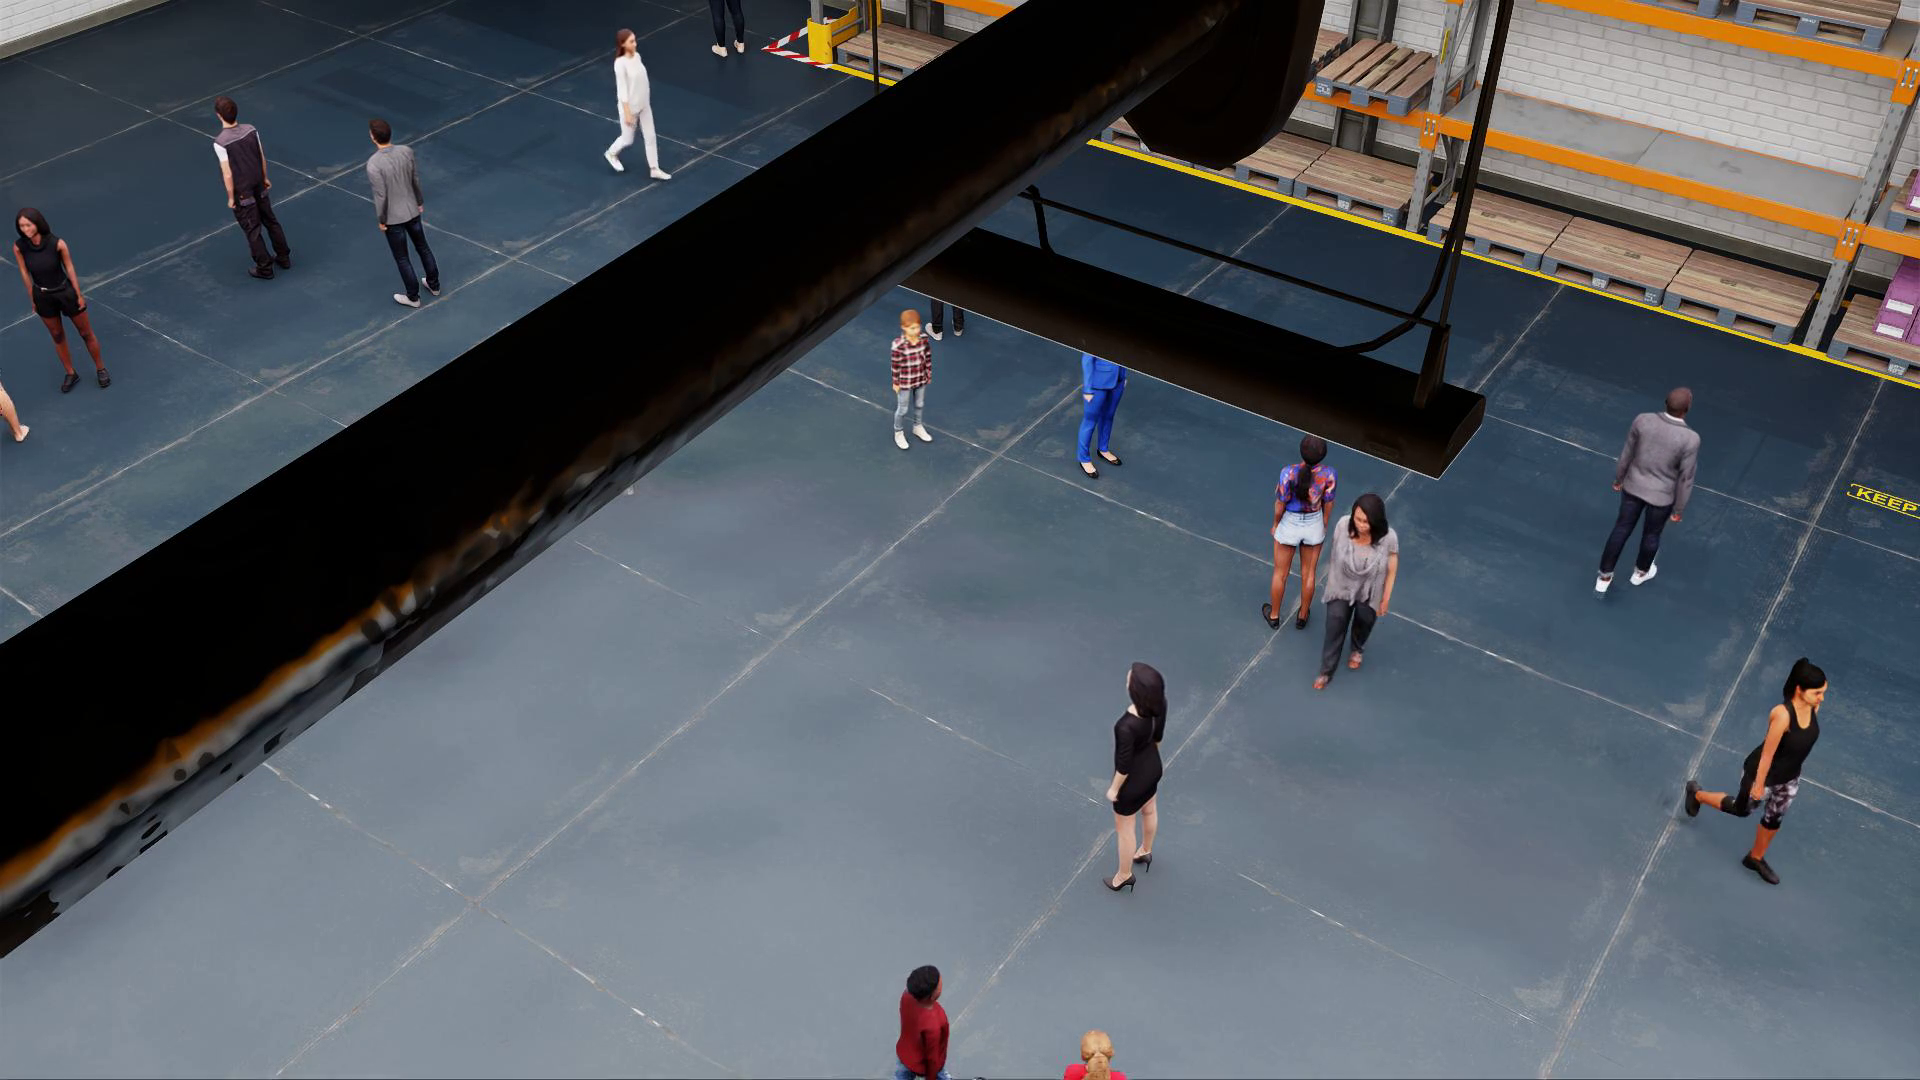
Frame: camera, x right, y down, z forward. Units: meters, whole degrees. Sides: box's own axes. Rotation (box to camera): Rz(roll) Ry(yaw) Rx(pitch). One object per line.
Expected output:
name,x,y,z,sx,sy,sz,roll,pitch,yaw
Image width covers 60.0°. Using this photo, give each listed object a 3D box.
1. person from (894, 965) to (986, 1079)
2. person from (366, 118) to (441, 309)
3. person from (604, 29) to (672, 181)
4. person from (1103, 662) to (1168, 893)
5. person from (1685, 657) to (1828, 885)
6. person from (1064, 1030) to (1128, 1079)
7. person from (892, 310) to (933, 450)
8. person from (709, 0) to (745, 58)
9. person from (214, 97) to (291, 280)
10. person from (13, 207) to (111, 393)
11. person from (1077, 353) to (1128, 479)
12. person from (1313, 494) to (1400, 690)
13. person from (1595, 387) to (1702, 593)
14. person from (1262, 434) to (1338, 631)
person,-0.270,2.801,8.950,0.787,1.219,0.865,-21,43,-24
person,-5.332,-3.120,15.840,0.557,1.871,0.675,23,44,26
person,-3.587,-4.689,17.970,1.067,1.665,0.700,17,42,20
person,1.080,1.456,10.162,0.521,1.807,0.616,29,47,32
person,5.003,1.387,10.382,0.863,1.640,1.077,-20,43,-23
person,0.669,3.073,8.585,0.883,1.248,0.732,9,40,11
person,-0.422,-1.391,14.131,0.593,1.303,0.604,-19,42,-22
person,-2.934,-6.936,20.668,0.733,1.810,0.742,-20,43,-23
person,-6.963,-3.450,16.271,0.587,1.848,0.675,20,43,23
person,-7.978,-2.134,14.711,0.675,1.740,0.722,-9,39,-11
person,1.177,-1.315,13.717,0.677,1.701,0.629,-29,47,-31
person,2.861,0.273,11.824,0.895,1.580,0.812,14,41,17
person,5.113,-0.347,12.414,0.788,1.813,0.862,31,48,33
person,2.479,-0.068,12.122,0.628,1.743,0.730,1,39,2
